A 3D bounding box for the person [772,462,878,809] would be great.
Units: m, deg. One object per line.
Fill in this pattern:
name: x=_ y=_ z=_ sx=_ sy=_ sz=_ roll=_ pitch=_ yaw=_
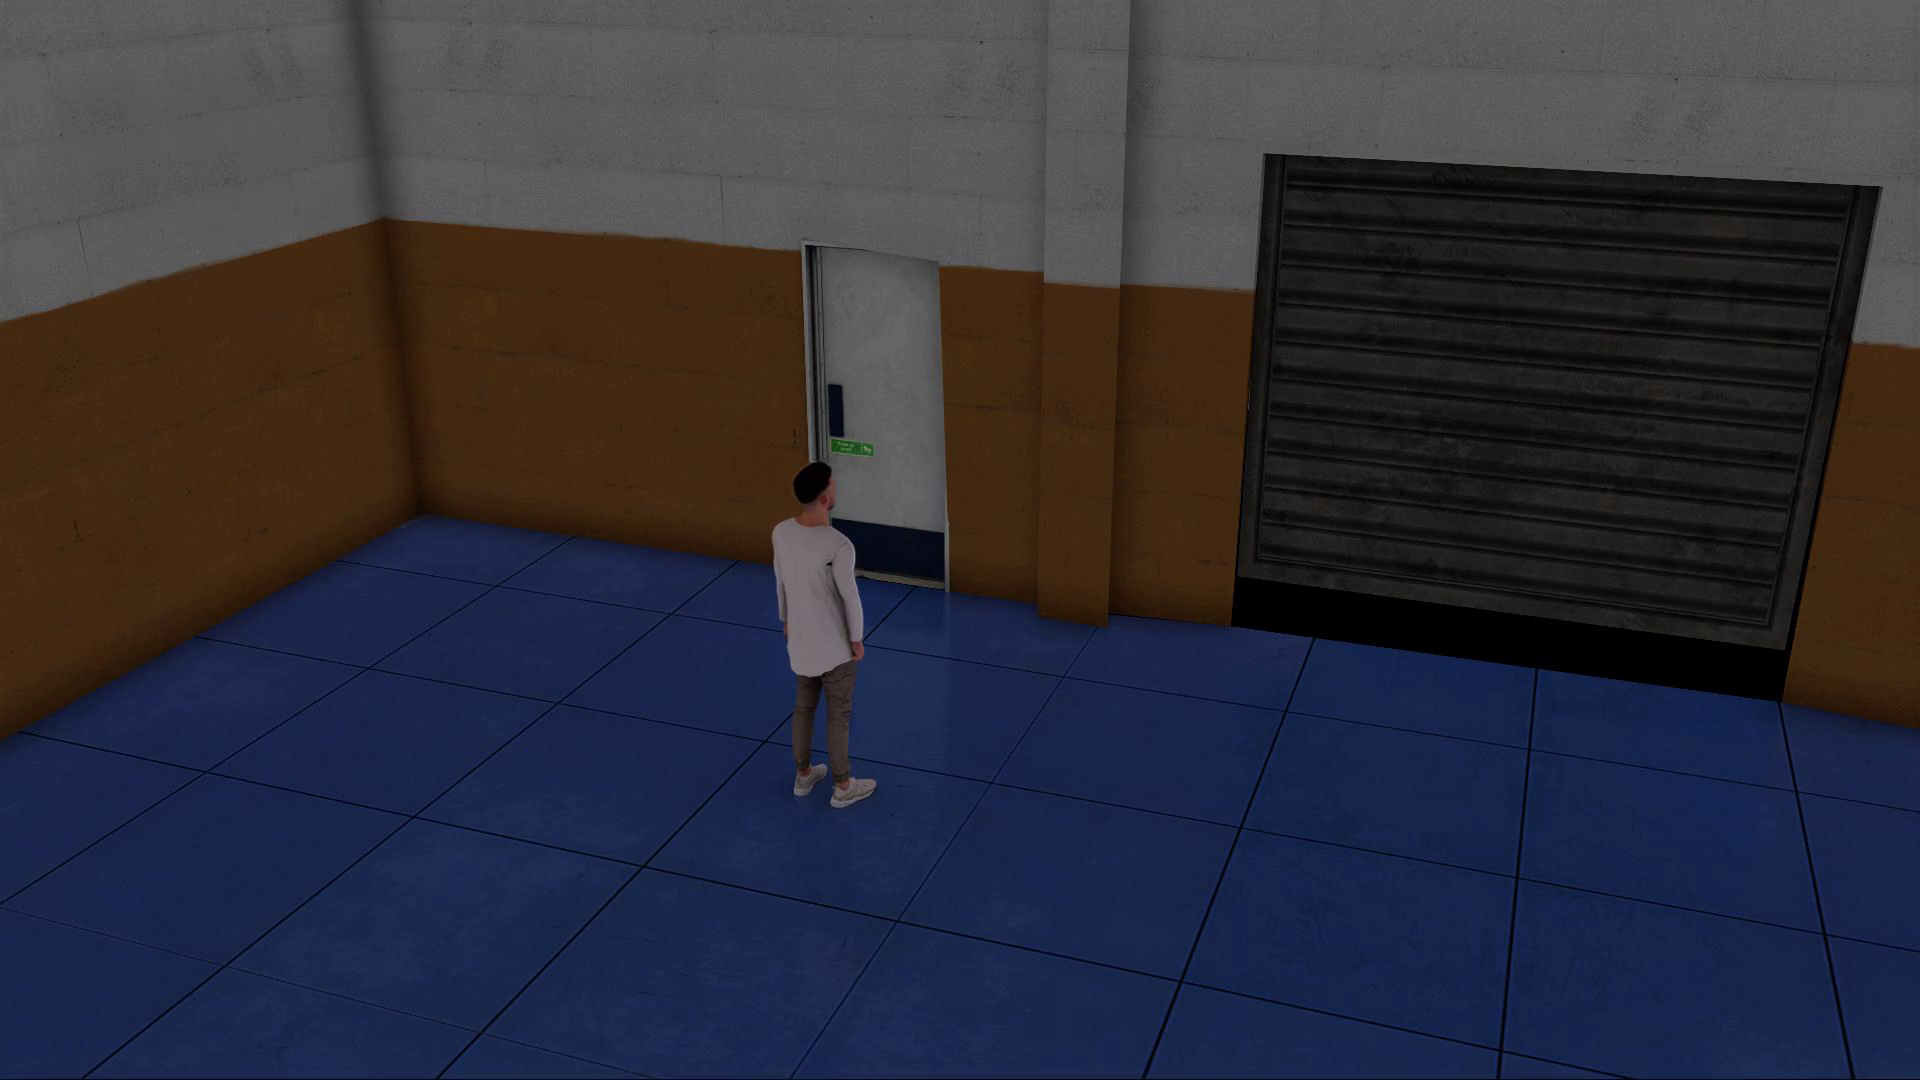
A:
person: x=-0.700 y=0.471 z=8.379 sx=0.589 sy=1.840 sz=0.782 roll=14 pitch=26 yaw=31
